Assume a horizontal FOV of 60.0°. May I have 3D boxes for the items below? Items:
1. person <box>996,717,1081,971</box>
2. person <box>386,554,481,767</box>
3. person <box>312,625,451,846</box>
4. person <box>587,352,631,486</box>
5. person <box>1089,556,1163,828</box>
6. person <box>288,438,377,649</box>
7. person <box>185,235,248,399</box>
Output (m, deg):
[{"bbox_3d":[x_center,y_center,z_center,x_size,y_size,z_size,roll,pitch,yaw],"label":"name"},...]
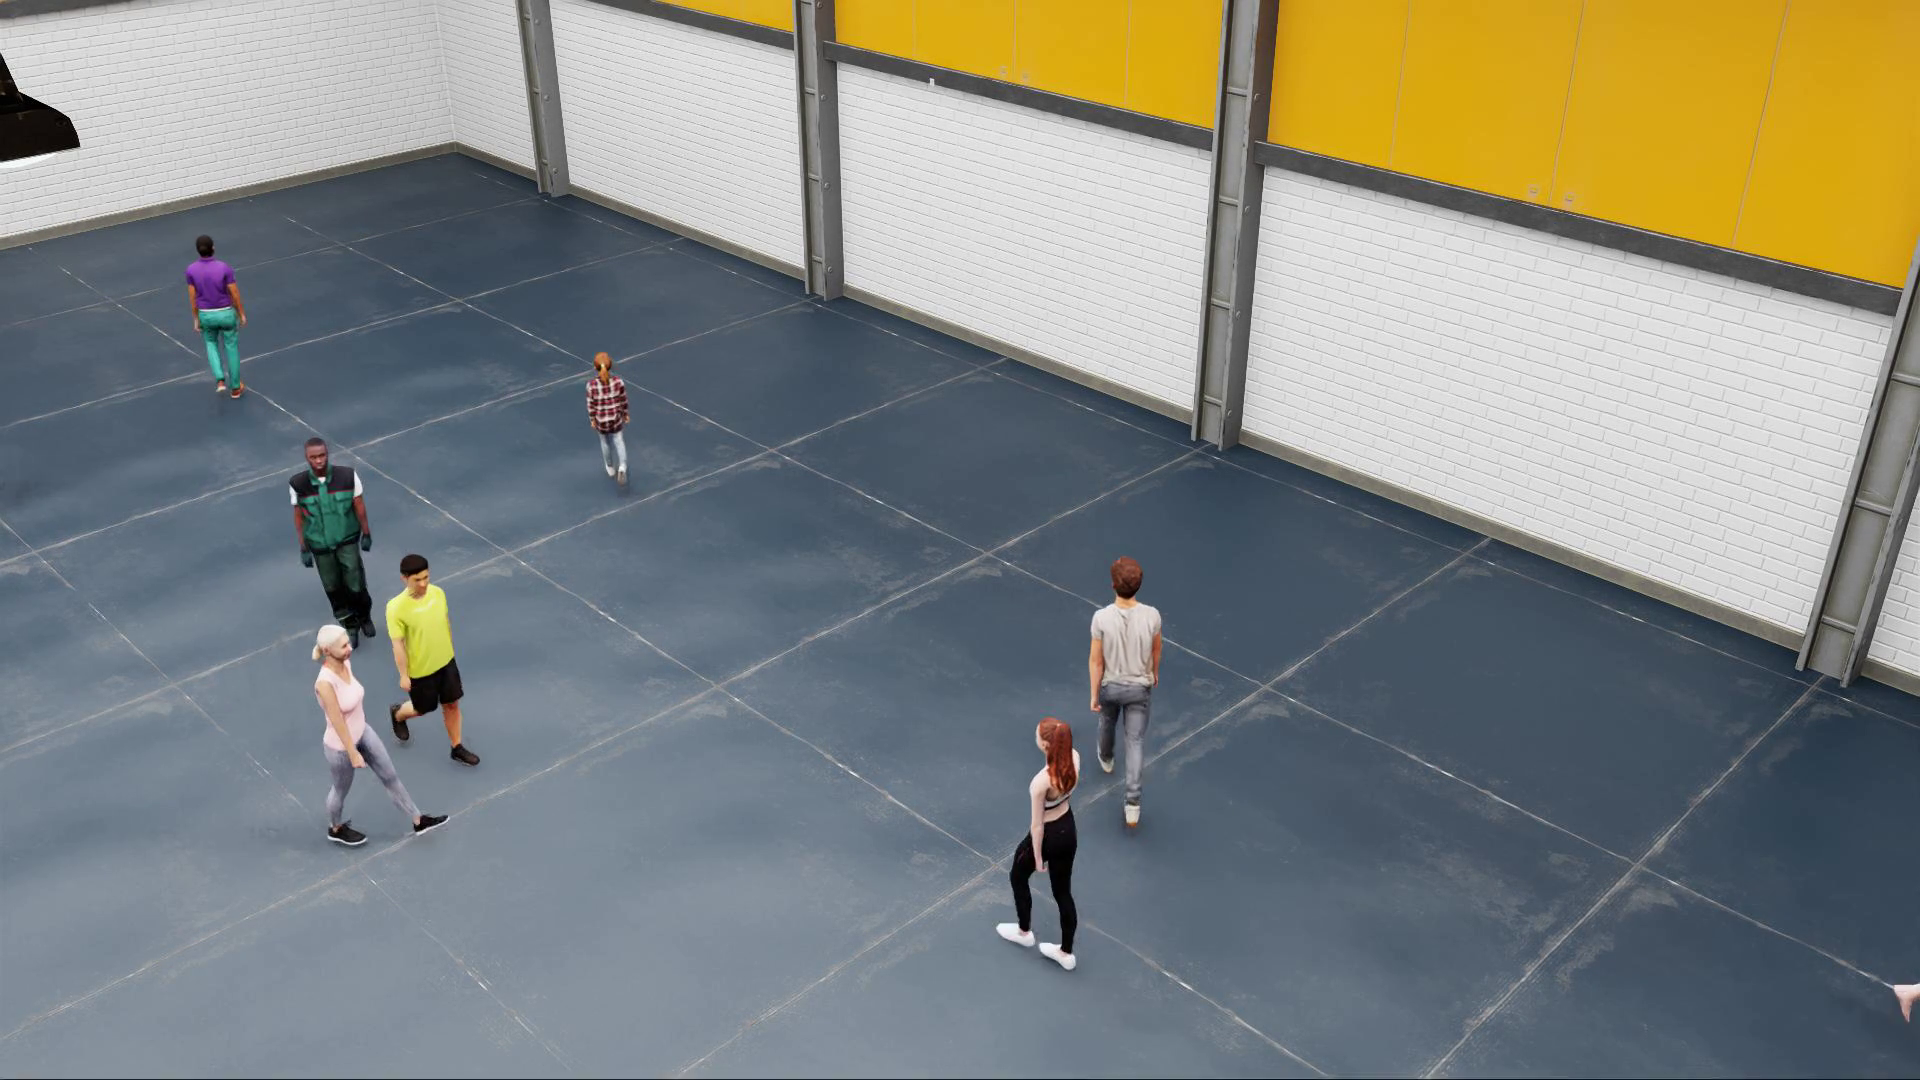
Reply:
[{"bbox_3d":[0.617,1.816,9.810,0.583,1.725,0.768,-24,37,-37],"label":"person"},{"bbox_3d":[-3.797,0.821,11.674,1.007,1.686,0.698,21,35,33],"label":"person"},{"bbox_3d":[-4.052,1.298,10.793,1.116,1.691,0.951,4,29,8],"label":"person"},{"bbox_3d":[-3.302,-1.138,15.675,0.741,1.293,0.889,-9,30,-16],"label":"person"},{"bbox_3d":[1.124,1.033,11.109,1.190,1.854,1.226,1,29,1],"label":"person"},{"bbox_3d":[-4.914,-0.011,13.052,0.817,1.826,0.846,-9,30,-16],"label":"person"},{"bbox_3d":[-7.725,-2.284,17.286,0.781,1.761,0.809,-8,30,-14],"label":"person"}]
